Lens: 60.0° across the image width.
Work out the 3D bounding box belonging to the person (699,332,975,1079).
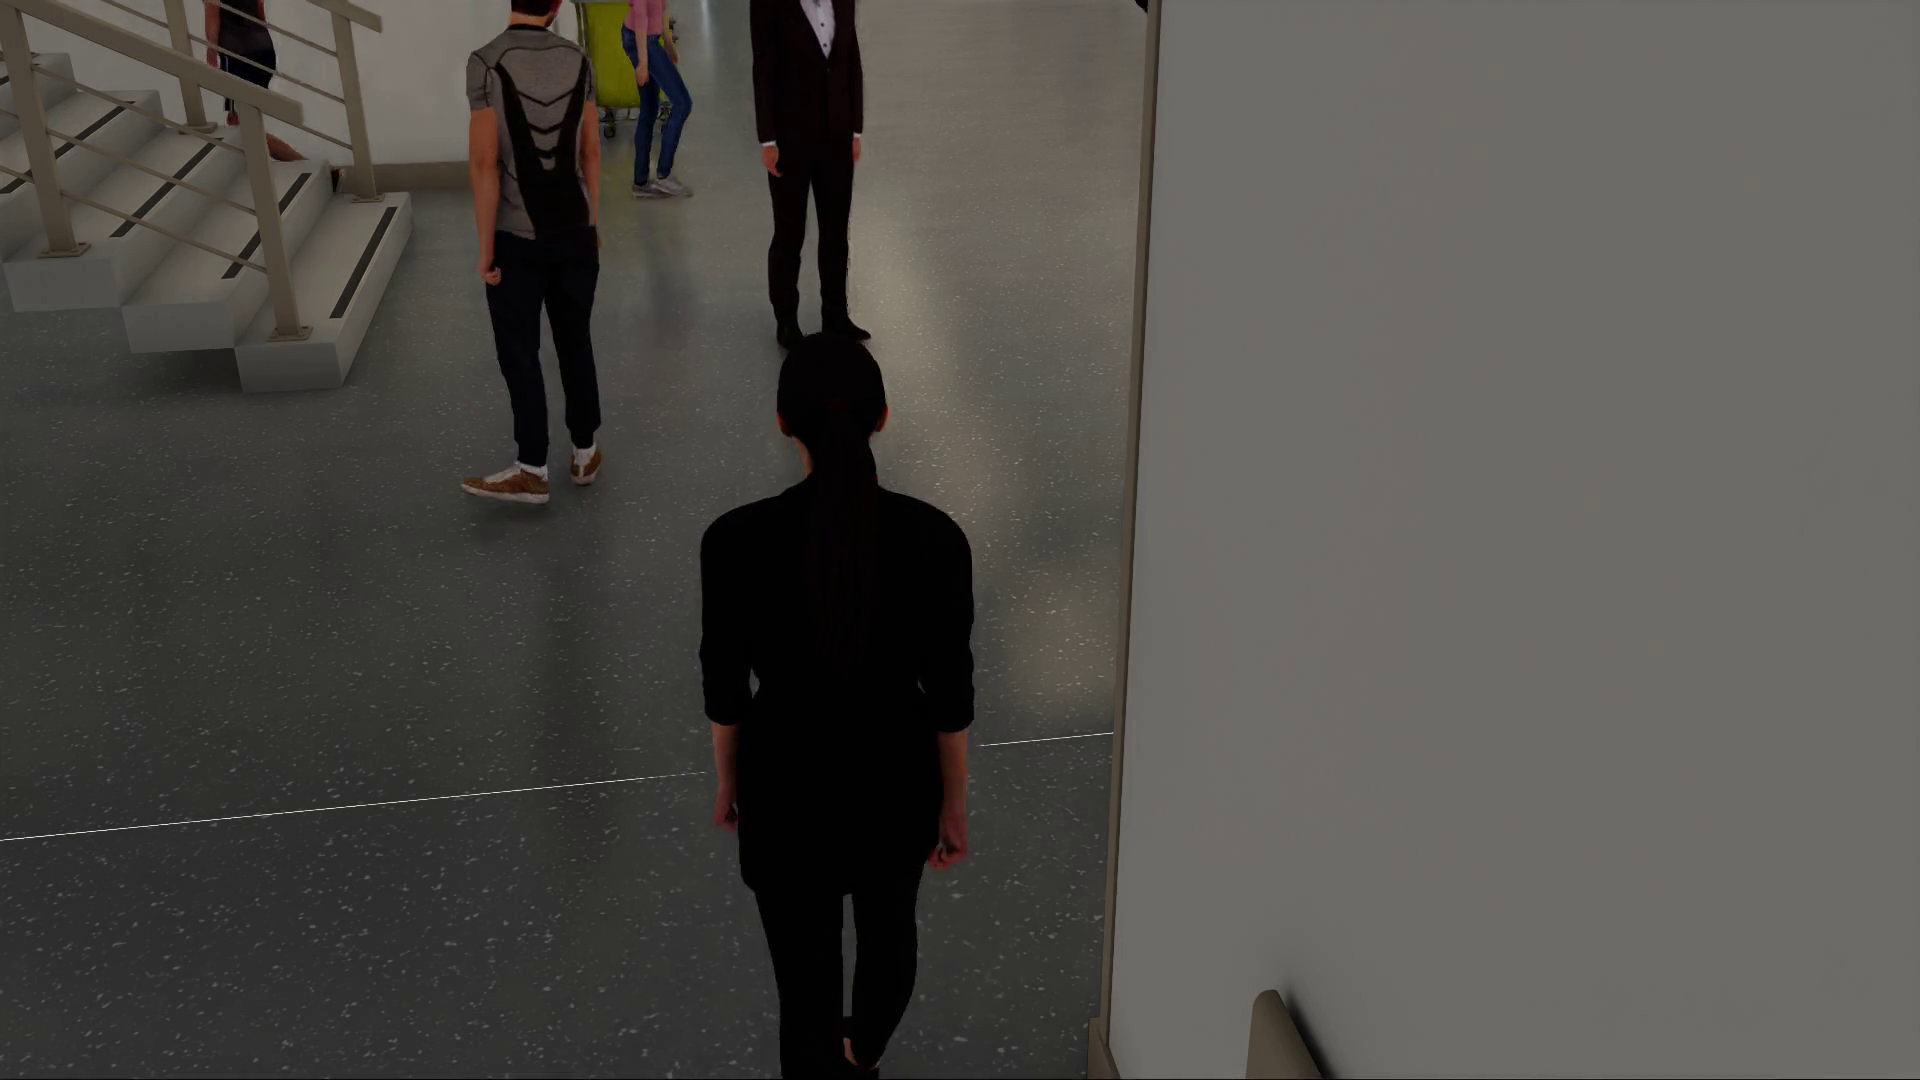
[{"bbox_3d":[-0.194,0.507,2.765,0.923,1.629,0.651,-1,26,-3],"label":"person"}]

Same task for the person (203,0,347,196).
[{"bbox_3d":[-3.781,-2.588,8.950,1.083,1.831,0.769,0,26,1],"label":"person"}]

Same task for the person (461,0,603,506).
[{"bbox_3d":[-1.447,-1.036,5.708,0.999,1.852,0.840,17,30,31],"label":"person"}]

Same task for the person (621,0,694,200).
[{"bbox_3d":[-1.878,-2.824,9.553,0.610,1.732,0.570,-4,26,-7],"label":"person"}]

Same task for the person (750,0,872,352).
[{"bbox_3d":[-0.652,-1.763,7.204,0.697,1.862,0.831,-15,30,-29],"label":"person"}]
